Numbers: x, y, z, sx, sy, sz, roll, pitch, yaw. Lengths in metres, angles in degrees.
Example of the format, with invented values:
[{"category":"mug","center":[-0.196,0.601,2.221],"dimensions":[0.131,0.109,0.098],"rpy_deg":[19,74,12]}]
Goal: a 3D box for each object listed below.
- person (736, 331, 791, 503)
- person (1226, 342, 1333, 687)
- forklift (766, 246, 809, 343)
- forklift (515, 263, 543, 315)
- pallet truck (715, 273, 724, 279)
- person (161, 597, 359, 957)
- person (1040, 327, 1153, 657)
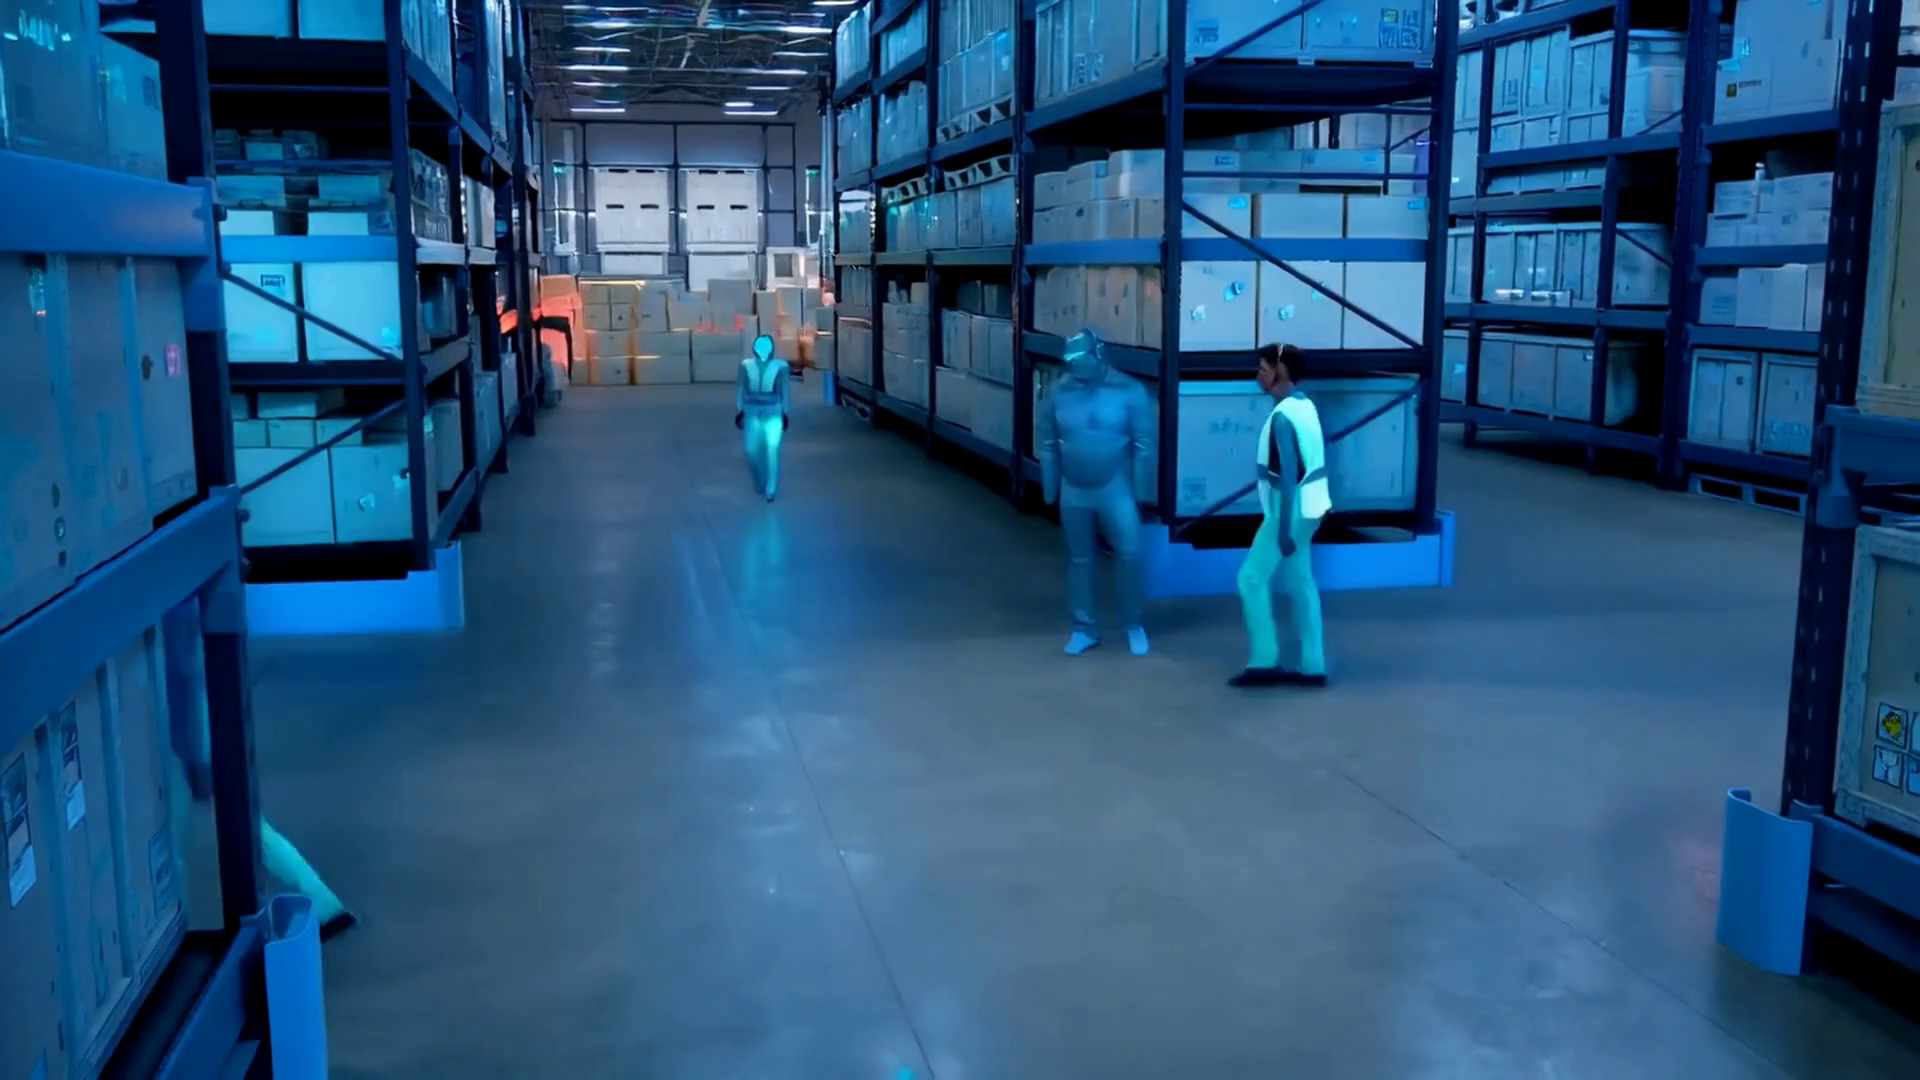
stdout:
[{"category":"person","center":[-1.851,-1.157,15.687],"dimensions":[0.533,1.622,0.368],"rpy_deg":[0,9,2]},{"category":"person","center":[1.664,-0.121,8.776],"dimensions":[0.649,1.825,0.566],"rpy_deg":[4,10,24]},{"category":"forklift","center":[-5.169,-7.188,48.636],"dimensions":[1.129,2.768,1.873],"rpy_deg":[-3,10,-19]},{"category":"forklift","center":[-14.713,-8.414,56.111],"dimensions":[1.873,2.768,1.129],"rpy_deg":[7,12,38]},{"category":"pallet truck","center":[-8.580,-8.986,62.280],"dimensions":[1.885,1.965,0.823],"rpy_deg":[1,9,5]},{"category":"person","center":[-2.314,0.599,5.076],"dimensions":[0.836,1.598,0.494],"rpy_deg":[-2,10,-12]},{"category":"person","center":[0.770,-0.264,9.457],"dimensions":[0.672,1.888,0.427],"rpy_deg":[4,10,23]}]
